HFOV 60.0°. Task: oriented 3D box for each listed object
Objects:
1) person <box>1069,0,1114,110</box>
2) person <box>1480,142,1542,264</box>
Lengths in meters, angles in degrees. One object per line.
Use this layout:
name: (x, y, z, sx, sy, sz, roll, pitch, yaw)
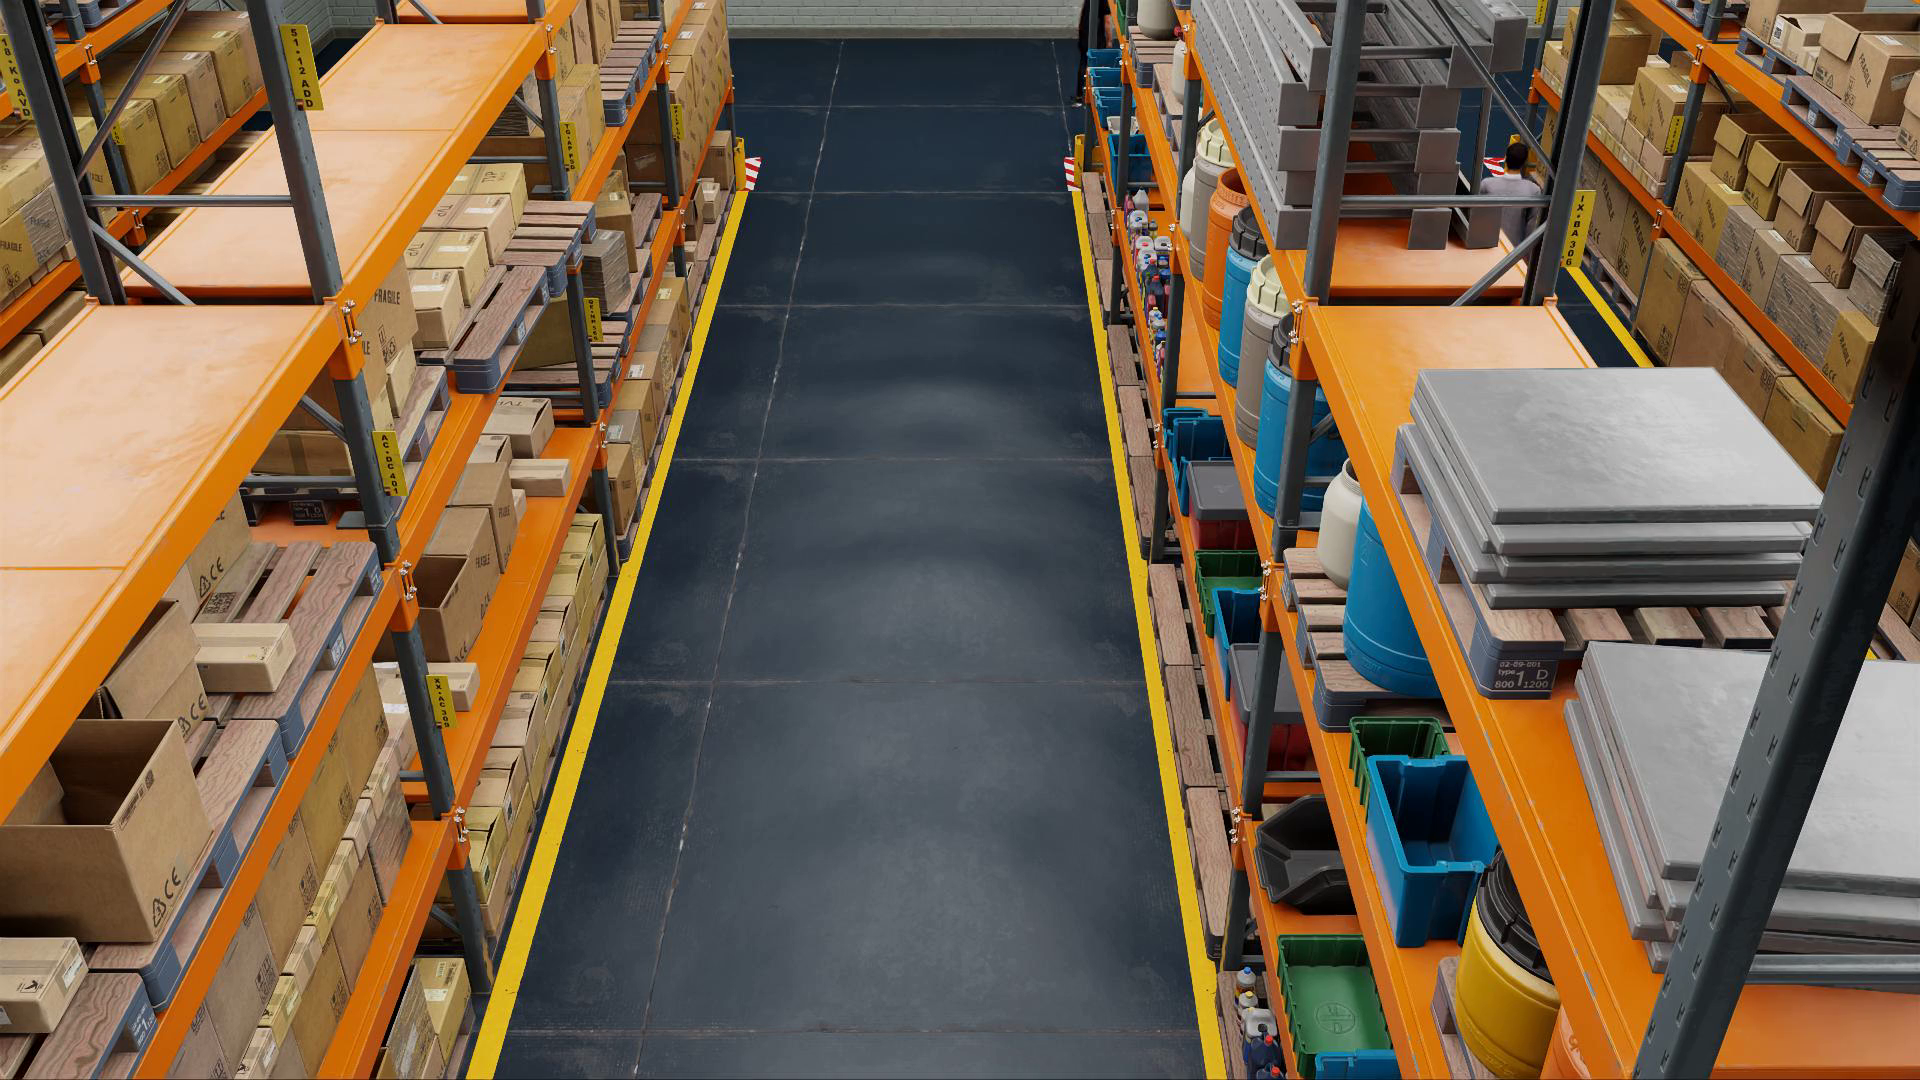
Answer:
person: (1.625, -6.347, 20.857, 0.806, 1.842, 0.946, 26, 41, 34)
person: (4.867, -2.610, 15.083, 0.859, 1.873, 1.212, 4, 33, 6)
